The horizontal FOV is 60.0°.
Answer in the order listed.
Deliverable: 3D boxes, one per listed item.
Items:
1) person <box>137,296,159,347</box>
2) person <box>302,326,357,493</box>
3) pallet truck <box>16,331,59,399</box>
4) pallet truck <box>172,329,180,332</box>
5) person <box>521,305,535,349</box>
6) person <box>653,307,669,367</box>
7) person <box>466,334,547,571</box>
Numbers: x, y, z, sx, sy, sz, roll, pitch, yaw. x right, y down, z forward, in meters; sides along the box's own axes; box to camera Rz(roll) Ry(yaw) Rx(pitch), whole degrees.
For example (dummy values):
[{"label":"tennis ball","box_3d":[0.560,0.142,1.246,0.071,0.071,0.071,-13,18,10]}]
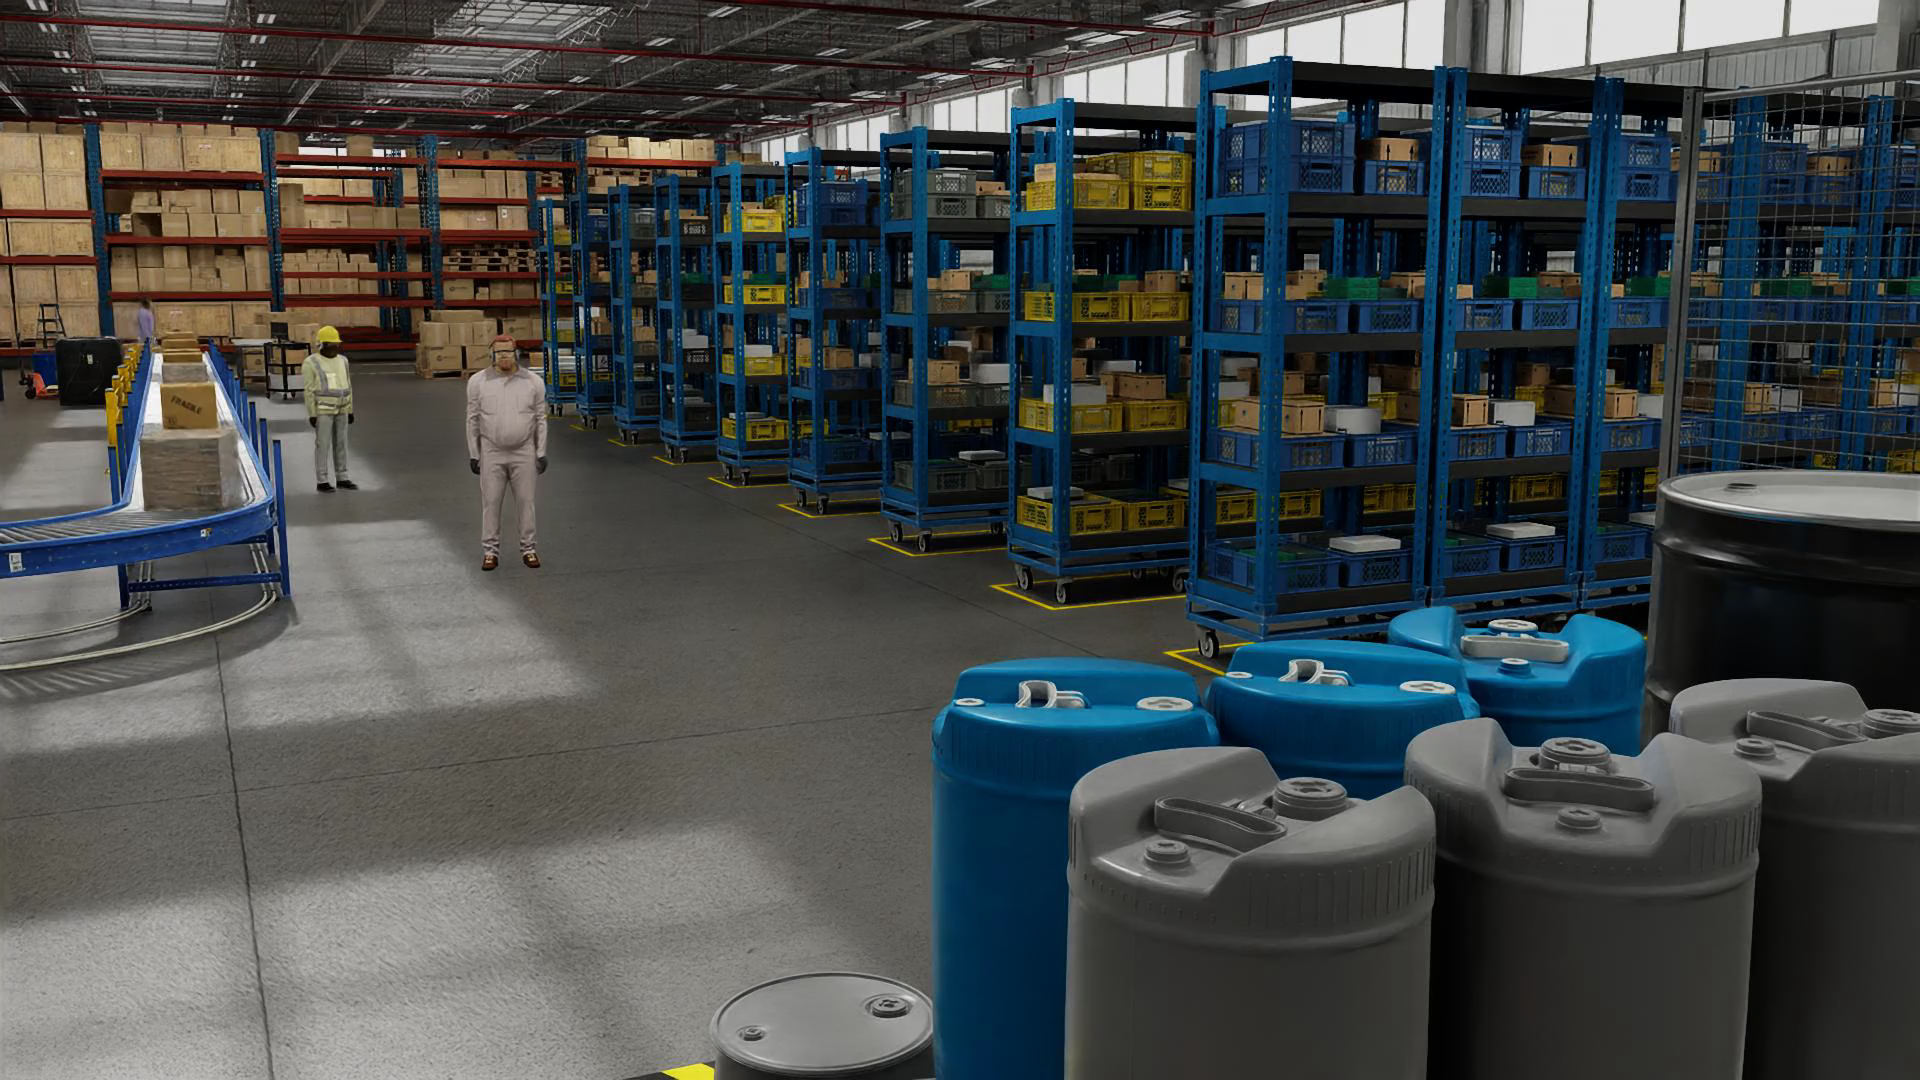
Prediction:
[{"label":"person","box_3d":[-18.165,-4.525,37.268,1.046,1.882,0.645,-1,9,-7]},{"label":"person","box_3d":[-6.912,-1.437,18.274,0.403,1.825,0.604,5,10,29]},{"label":"pallet truck","box_3d":[-17.082,-3.353,31.781,1.630,1.274,0.653,-4,10,-25]},{"label":"pallet truck","box_3d":[-17.275,-3.851,35.096,1.601,1.201,0.680,0,9,1]},{"label":"person","box_3d":[-13.205,-6.672,50.745,0.564,1.824,0.641,-9,13,-44]},{"label":"person","box_3d":[-6.198,-4.053,34.036,0.725,1.967,0.656,-5,11,-29]},{"label":"person","box_3d":[-3.667,-0.709,13.497,0.642,1.909,0.410,-3,10,-19]}]
